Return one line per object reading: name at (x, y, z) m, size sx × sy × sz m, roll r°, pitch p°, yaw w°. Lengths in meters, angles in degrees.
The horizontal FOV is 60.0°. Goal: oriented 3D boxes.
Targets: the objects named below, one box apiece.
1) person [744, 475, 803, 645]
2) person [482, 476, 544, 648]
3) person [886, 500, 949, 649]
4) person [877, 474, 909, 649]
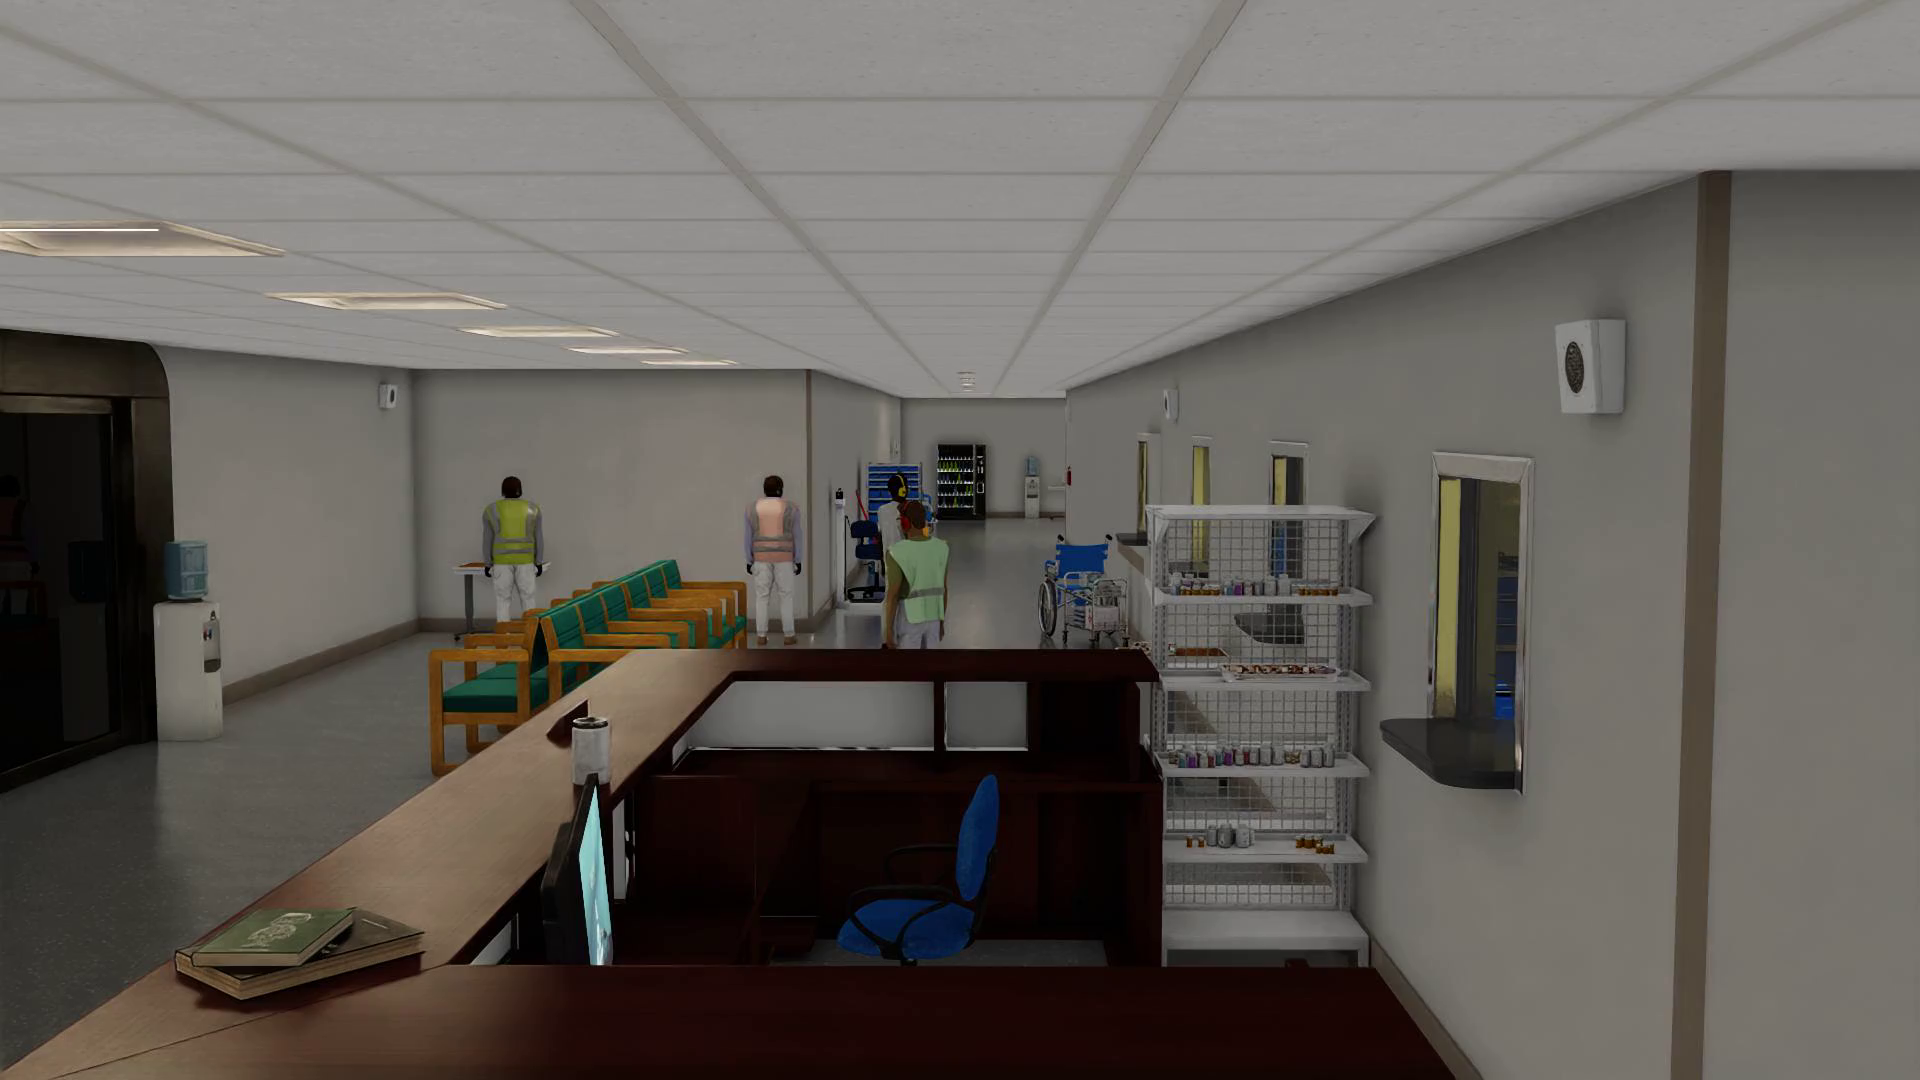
person at (-2.011, 0.221, 17.981) m, size 0.629 × 1.840 × 0.429 m, roll 0°, pitch 4°, yaw 1°
person at (-4.755, 0.240, 17.708) m, size 0.629 × 1.840 × 0.429 m, roll -1°, pitch 4°, yaw -18°
person at (-0.310, 0.625, 12.352) m, size 0.562 × 1.838 × 0.387 m, roll -3°, pitch 5°, yaw -40°
person at (-0.643, 0.250, 17.354) m, size 0.514 × 1.872 × 0.328 m, roll 4°, pitch 6°, yaw 43°
